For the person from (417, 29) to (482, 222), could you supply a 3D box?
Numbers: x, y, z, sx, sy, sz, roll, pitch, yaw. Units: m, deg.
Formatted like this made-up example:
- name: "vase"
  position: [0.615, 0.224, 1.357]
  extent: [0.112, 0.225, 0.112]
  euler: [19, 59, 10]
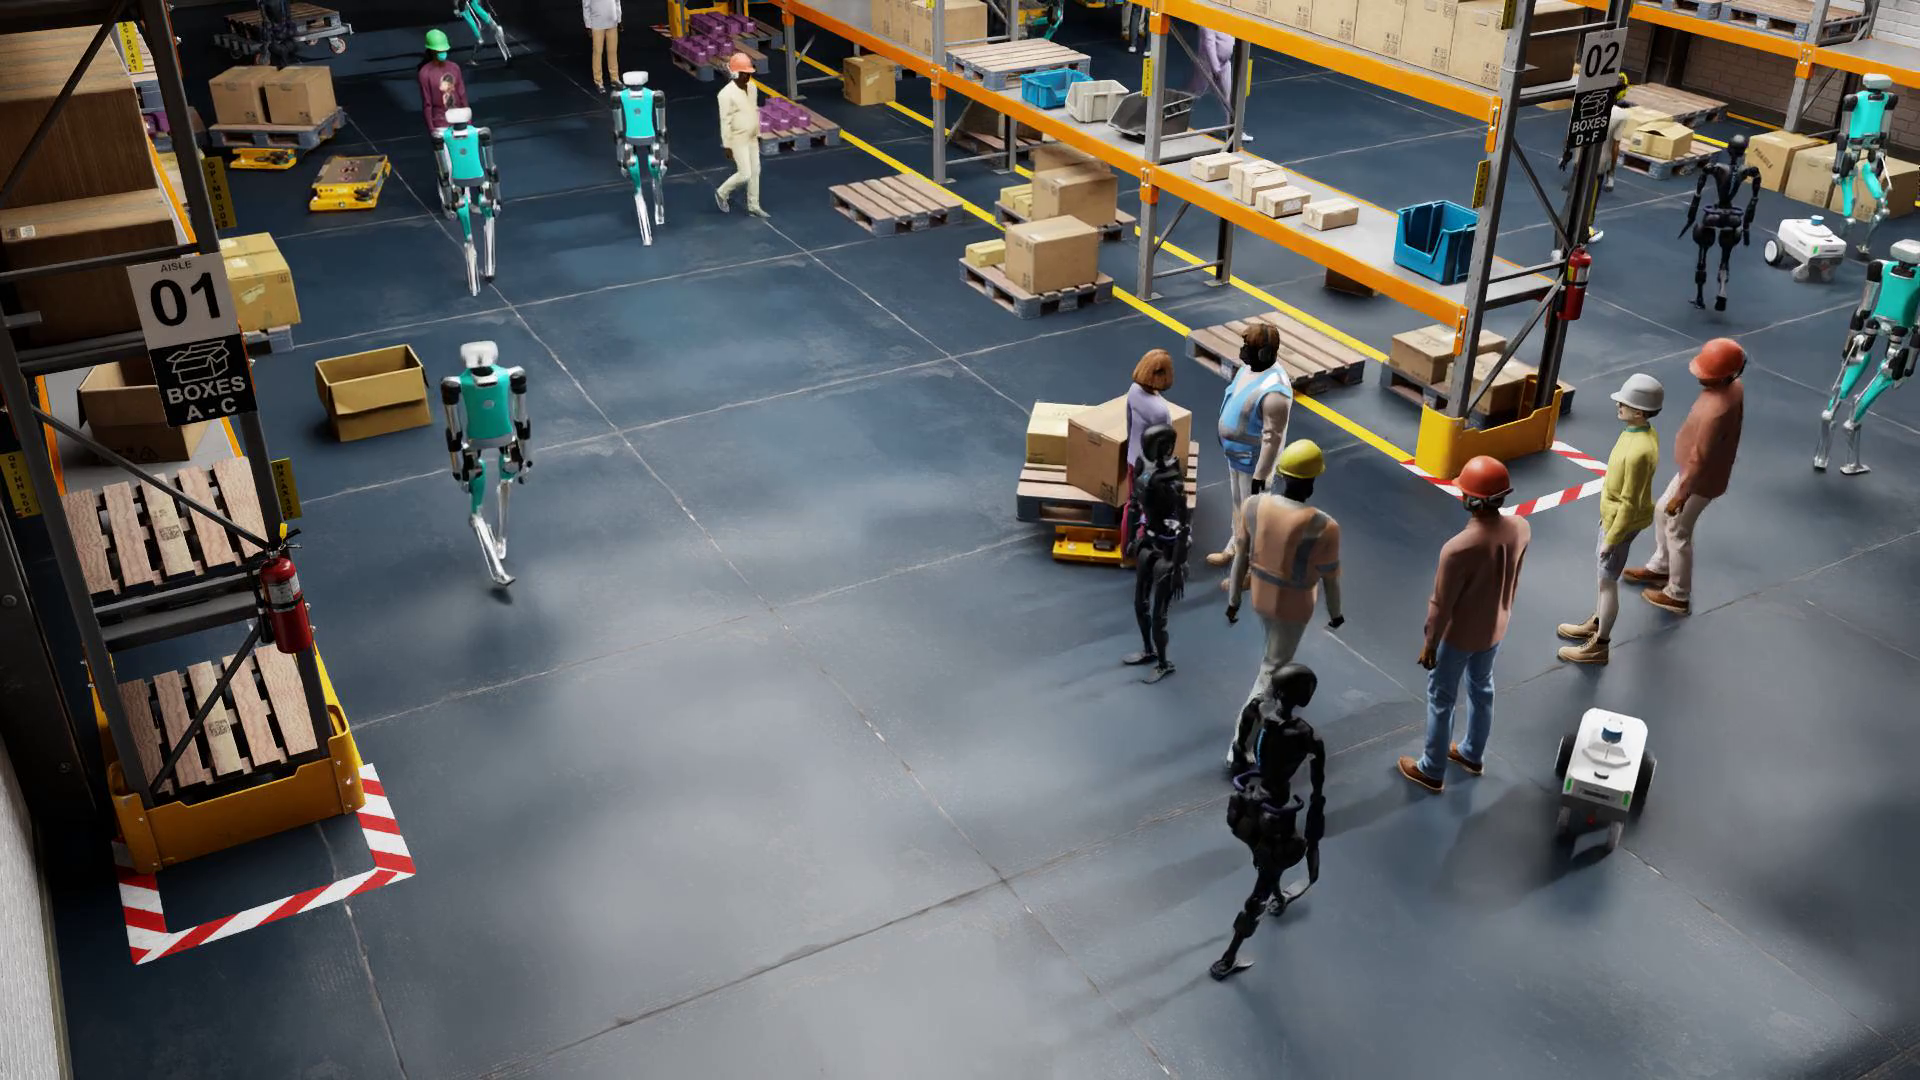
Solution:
- name: "person"
  position: [-5.309, -4.312, 17.245]
  extent: [0.470, 1.943, 0.495]
  euler: [24, 38, 35]

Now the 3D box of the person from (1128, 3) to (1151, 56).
- name: "person"
  position: [2.620, -7.745, 23.333]
  extent: [0.543, 1.830, 0.407]
  euler: [10, 31, 17]

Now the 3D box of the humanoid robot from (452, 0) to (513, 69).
- name: "humanoid robot"
  position: [-6.482, -7.272, 22.619]
  extent: [0.921, 1.785, 0.544]
  euler: [19, 35, 29]

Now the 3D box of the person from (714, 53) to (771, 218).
- name: "person"
  position: [-2.281, -4.171, 17.198]
  extent: [0.487, 1.736, 0.567]
  euler: [15, 33, 24]

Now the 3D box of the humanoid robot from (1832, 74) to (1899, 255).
- name: "humanoid robot"
  position: [8.829, -3.528, 16.143]
  extent: [0.530, 1.828, 0.808]
  euler: [-4, 30, -7]

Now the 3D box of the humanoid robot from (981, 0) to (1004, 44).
- name: "humanoid robot"
  position: [0.467, -7.770, 23.526]
  extent: [0.392, 1.632, 0.610]
  euler: [10, 31, 17]

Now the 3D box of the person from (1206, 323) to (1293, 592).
- name: "person"
  position: [1.876, -0.541, 10.775]
  extent: [0.429, 1.844, 0.622]
  euler: [-4, 30, -7]

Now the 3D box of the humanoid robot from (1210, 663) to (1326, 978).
- name: "humanoid robot"
  position: [1.503, 1.273, 7.809]
  extent: [0.748, 1.625, 0.612]
  euler: [-19, 35, -30]

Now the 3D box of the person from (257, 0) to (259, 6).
- name: "person"
  position: [-10.269, -8.405, 24.485]
  extent: [0.661, 1.829, 0.432]
  euler: [-14, 33, -23]

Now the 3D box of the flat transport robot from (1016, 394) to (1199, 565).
- name: "flat transport robot"
  position: [1.064, -0.258, 11.858]
  extent: [0.659, 0.231, 1.431]
  euler: [5, 30, 8]

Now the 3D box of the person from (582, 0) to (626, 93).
- name: "person"
  position: [-4.627, -6.743, 21.658]
  extent: [0.569, 1.747, 0.339]
  euler: [-25, 38, -36]

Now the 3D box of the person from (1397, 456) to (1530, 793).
- name: "person"
  position: [2.698, 0.460, 8.893]
  extent: [0.614, 1.986, 0.401]
  euler: [-16, 34, -26]

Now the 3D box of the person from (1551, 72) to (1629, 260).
- name: "person"
  position: [6.134, -3.664, 16.248]
  extent: [0.638, 1.798, 0.993]
  euler: [24, 38, 36]

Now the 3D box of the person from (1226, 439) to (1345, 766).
- name: "person"
  position: [1.776, 0.330, 9.226]
  extent: [0.995, 1.879, 0.587]
  euler: [-26, 39, -37]

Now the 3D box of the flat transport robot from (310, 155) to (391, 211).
- name: "flat transport robot"
  position: [-6.684, -3.933, 18.257]
  extent: [0.659, 0.231, 1.431]
  euler: [-5, 30, -8]

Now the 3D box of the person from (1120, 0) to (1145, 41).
- name: "person"
  position: [2.596, -8.203, 24.070]
  extent: [0.569, 1.889, 0.388]
  euler: [-18, 35, -28]

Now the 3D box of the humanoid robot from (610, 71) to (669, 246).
- name: "humanoid robot"
  position: [-3.177, -3.907, 16.761]
  extent: [0.543, 1.781, 0.938]
  euler: [-3, 30, -6]

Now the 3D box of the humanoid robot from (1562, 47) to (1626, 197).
- name: "humanoid robot"
  position: [6.836, -4.528, 17.888]
  extent: [0.426, 1.642, 0.591]
  euler: [11, 32, 18]

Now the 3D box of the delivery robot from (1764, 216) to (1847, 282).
- name: "delivery robot"
  position: [8.194, -2.837, 16.077]
  extent: [0.505, 0.611, 0.782]
  euler: [-2, 30, -4]

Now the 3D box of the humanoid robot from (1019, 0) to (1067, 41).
- name: "humanoid robot"
  position: [1.090, -7.024, 22.227]
  extent: [1.058, 1.766, 0.554]
  euler: [6, 30, 11]

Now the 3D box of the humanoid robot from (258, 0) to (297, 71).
- name: "humanoid robot"
  position: [-8.658, -6.350, 21.099]
  extent: [0.780, 1.627, 0.600]
  euler: [8, 31, 14]

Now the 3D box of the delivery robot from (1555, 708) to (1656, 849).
- name: "delivery robot"
  position: [3.473, 1.240, 8.974]
  extent: [0.499, 0.605, 0.799]
  euler: [14, 33, 23]

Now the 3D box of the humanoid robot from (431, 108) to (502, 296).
- name: "humanoid robot"
  position: [-4.545, -3.201, 15.526]
  extent: [0.537, 1.800, 0.807]
  euler: [-7, 31, -11]

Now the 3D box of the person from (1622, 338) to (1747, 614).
- name: "person"
  position: [4.525, -0.419, 10.465]
  extent: [0.582, 1.944, 0.665]
  euler: [16, 34, 26]

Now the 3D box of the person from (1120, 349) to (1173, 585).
- name: "person"
  position: [1.238, -0.480, 10.872]
  extent: [0.288, 1.634, 0.496]
  euler: [-12, 32, -19]

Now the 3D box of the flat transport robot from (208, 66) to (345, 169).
- name: "flat transport robot"
  position: [-7.937, -4.632, 19.473]
  extent: [0.659, 0.231, 1.431]
  euler: [1, 30, 2]

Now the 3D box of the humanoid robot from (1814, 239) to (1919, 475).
- name: "humanoid robot"
  position: [6.615, -1.292, 12.123]
  extent: [0.738, 1.724, 0.532]
  euler: [-21, 36, -32]

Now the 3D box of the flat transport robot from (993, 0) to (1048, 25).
- name: "flat transport robot"
  position: [0.883, -8.173, 25.637]
  extent: [0.659, 0.231, 1.431]
  euler: [-9, 31, -15]

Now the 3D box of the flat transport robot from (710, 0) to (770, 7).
- name: "flat transport robot"
  position: [-3.262, -8.685, 26.528]
  extent: [1.431, 0.231, 0.659]
  euler: [-8, 31, -13]

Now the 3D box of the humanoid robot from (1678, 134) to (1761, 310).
- name: "humanoid robot"
  position: [6.822, -2.832, 14.944]
  extent: [0.609, 1.642, 0.517]
  euler: [5, 30, 8]

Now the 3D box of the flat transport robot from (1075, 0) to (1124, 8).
- name: "flat transport robot"
  position: [2.571, -8.688, 26.534]
  extent: [1.431, 0.231, 0.659]
  euler: [-9, 31, -15]

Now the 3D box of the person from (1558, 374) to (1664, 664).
- name: "person"
  position: [3.951, -0.115, 9.985]
  extent: [0.385, 1.891, 0.473]
  euler: [9, 31, 16]

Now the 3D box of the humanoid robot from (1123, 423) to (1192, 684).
- name: "humanoid robot"
  position: [1.165, 0.061, 9.888]
  extent: [0.335, 1.648, 0.616]
  euler: [-14, 33, -23]

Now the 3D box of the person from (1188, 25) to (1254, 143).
- name: "person"
  position: [3.009, -5.654, 19.663]
  extent: [1.033, 1.854, 0.635]
  euler: [21, 36, 31]

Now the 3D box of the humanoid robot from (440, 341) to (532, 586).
- name: "humanoid robot"
  position: [-3.103, -0.571, 10.928]
  extent: [0.546, 1.733, 0.936]
  euler: [-13, 32, -22]
